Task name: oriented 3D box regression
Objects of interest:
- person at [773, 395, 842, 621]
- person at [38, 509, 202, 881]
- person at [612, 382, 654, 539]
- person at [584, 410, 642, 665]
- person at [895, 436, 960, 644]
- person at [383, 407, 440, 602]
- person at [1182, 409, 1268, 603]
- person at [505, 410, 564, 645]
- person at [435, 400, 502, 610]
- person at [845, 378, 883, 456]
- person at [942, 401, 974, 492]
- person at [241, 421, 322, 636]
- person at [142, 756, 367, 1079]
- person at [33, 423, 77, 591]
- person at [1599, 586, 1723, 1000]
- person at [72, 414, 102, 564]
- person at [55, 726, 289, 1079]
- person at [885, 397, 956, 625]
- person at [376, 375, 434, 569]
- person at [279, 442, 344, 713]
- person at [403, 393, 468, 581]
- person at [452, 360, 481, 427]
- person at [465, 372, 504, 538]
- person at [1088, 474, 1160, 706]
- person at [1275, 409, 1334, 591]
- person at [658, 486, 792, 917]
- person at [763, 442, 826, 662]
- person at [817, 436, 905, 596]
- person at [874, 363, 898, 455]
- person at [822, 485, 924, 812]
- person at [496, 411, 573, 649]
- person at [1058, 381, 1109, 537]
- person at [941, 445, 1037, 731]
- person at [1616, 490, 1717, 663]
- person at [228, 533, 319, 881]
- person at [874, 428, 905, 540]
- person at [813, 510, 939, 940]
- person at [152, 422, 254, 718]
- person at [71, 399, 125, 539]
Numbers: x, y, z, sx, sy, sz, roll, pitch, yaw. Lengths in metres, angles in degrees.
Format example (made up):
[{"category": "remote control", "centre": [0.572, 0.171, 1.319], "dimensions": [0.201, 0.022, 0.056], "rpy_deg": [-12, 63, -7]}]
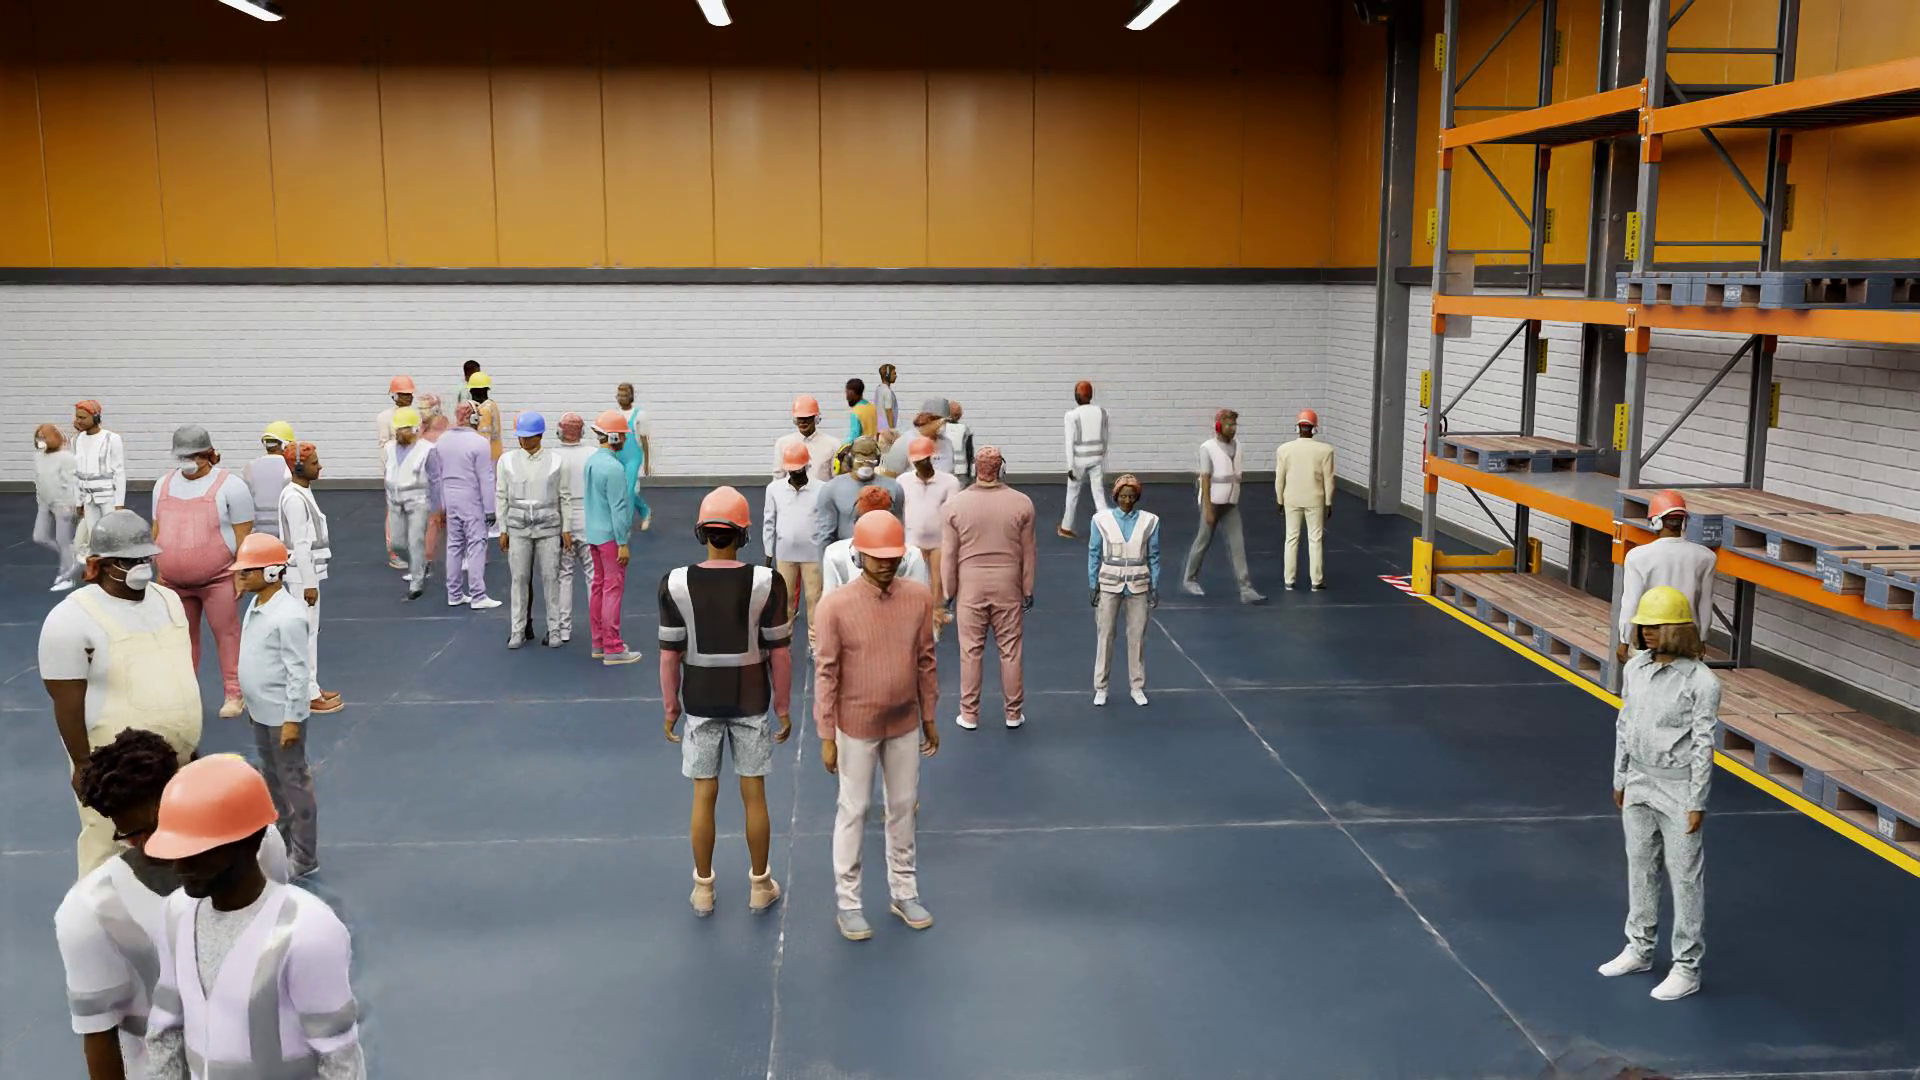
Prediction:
[{"category": "person", "centre": [-1.326, -0.271, 14.506], "dimensions": [0.622, 1.992, 0.396], "rpy_deg": [0, 9, 2]}, {"category": "person", "centre": [-3.529, 0.874, 7.173], "dimensions": [0.536, 2.000, 0.680], "rpy_deg": [3, 10, 21]}, {"category": "person", "centre": [-3.789, -0.926, 19.204], "dimensions": [0.513, 1.818, 0.857], "rpy_deg": [4, 10, 25]}, {"category": "person", "centre": [-2.721, -0.025, 12.997], "dimensions": [0.403, 1.986, 0.611], "rpy_deg": [-6, 11, -33]}, {"category": "person", "centre": [-0.260, 0.011, 13.574], "dimensions": [0.580, 1.727, 0.515], "rpy_deg": [1, 9, 4]}, {"category": "person", "centre": [-5.086, -0.339, 15.460], "dimensions": [0.601, 1.817, 0.476], "rpy_deg": [3, 9, 17]}, {"category": "person", "centre": [2.433, -0.321, 15.452], "dimensions": [0.588, 1.791, 0.992], "rpy_deg": [-7, 11, -37]}, {"category": "person", "centre": [-3.489, -0.100, 13.611], "dimensions": [0.548, 1.938, 0.358], "rpy_deg": [2, 9, 11]}, {"category": "person", "centre": [-4.454, -0.320, 15.130], "dimensions": [0.646, 1.901, 0.394], "rpy_deg": [5, 10, 30]}, {"category": "person", "centre": [-1.061, -0.891, 18.736], "dimensions": [0.374, 1.877, 0.651], "rpy_deg": [3, 9, 17]}, {"category": "person", "centre": [-0.083, -0.741, 18.656], "dimensions": [0.558, 1.614, 0.561], "rpy_deg": [-2, 9, -14]}, {"category": "person", "centre": [-5.627, -0.075, 13.819], "dimensions": [0.600, 1.818, 0.404], "rpy_deg": [1, 9, 5]}, {"category": "person", "centre": [-1.768, 1.458, 3.926], "dimensions": [0.574, 1.900, 0.902], "rpy_deg": [5, 10, 29]}, {"category": "person", "centre": [-8.690, -0.314, 15.956], "dimensions": [0.499, 1.617, 0.351], "rpy_deg": [3, 10, 19]}, {"category": "person", "centre": [2.946, 1.051, 7.021], "dimensions": [0.314, 1.736, 0.485], "rpy_deg": [-4, 10, -25]}, {"category": "person", "centre": [-9.193, -0.561, 17.528], "dimensions": [0.349, 1.616, 0.503], "rpy_deg": [-1, 9, -7]}, {"category": "person", "centre": [-1.944, 1.380, 4.390], "dimensions": [0.373, 1.930, 0.762], "rpy_deg": [6, 11, 31]}, {"category": "person", "centre": [-0.334, -0.318, 14.657], "dimensions": [0.726, 2.000, 0.951], "rpy_deg": [-9, 13, -44]}, {"category": "person", "centre": [-5.757, -0.710, 17.258], "dimensions": [0.377, 1.995, 0.608], "rpy_deg": [4, 10, 26]}, {"category": "person", "centre": [-4.525, 0.258, 11.537], "dimensions": [0.355, 1.882, 0.576], "rpy_deg": [-4, 10, -22]}, {"category": "person", "centre": [-5.233, -0.560, 16.754], "dimensions": [0.623, 1.860, 0.953], "rpy_deg": [9, 12, 43]}, {"category": "person", "centre": [-6.579, -1.449, 22.218], "dimensions": [0.420, 1.899, 0.582], "rpy_deg": [-2, 9, -10]}, {"category": "person", "centre": [-5.467, -0.973, 19.167], "dimensions": [0.388, 1.922, 0.589], "rpy_deg": [-2, 9, -11]}, {"category": "person", "centre": [1.150, 0.353, 11.701], "dimensions": [0.510, 1.639, 0.308], "rpy_deg": [0, 9, -1]}, {"category": "person", "centre": [3.312, -0.384, 15.977], "dimensions": [0.564, 1.749, 0.346], "rpy_deg": [4, 10, 22]}, {"category": "person", "centre": [-1.100, 0.763, 7.857], "dimensions": [0.615, 2.043, 0.373], "rpy_deg": [-1, 9, -4]}, {"category": "person", "centre": [-1.258, 0.098, 12.977], "dimensions": [0.573, 1.738, 0.349], "rpy_deg": [1, 9, 4]}, {"category": "person", "centre": [-0.676, 0.235, 11.521], "dimensions": [0.635, 1.931, 0.354], "rpy_deg": [-3, 10, -20]}, {"category": "person", "centre": [-0.972, -1.447, 22.358], "dimensions": [0.345, 1.846, 0.508], "rpy_deg": [-3, 10, -19]}, {"category": "person", "centre": [-0.475, 0.628, 9.235], "dimensions": [0.591, 1.875, 0.372], "rpy_deg": [1, 9, 4]}, {"category": "person", "centre": [-3.448, -0.081, 13.482], "dimensions": [0.602, 1.941, 0.402], "rpy_deg": [-1, 9, -7]}, {"category": "person", "centre": [1.432, -0.892, 18.919], "dimensions": [0.586, 1.845, 0.951], "rpy_deg": [-3, 10, -19]}, {"category": "person", "centre": [0.188, 0.321, 11.063], "dimensions": [0.639, 1.910, 0.407], "rpy_deg": [-1, 9, -4]}, {"category": "person", "centre": [4.218, 0.571, 9.993], "dimensions": [0.573, 1.742, 0.337], "rpy_deg": [-1, 9, -4]}, {"category": "person", "centre": [-3.447, 0.831, 8.342], "dimensions": [0.326, 1.752, 0.559], "rpy_deg": [-9, 12, -43]}, {"category": "person", "centre": [-0.623, -0.218, 15.320], "dimensions": [0.319, 1.628, 0.510], "rpy_deg": [-7, 12, -39]}, {"category": "person", "centre": [-0.370, 0.838, 7.598], "dimensions": [0.622, 1.982, 0.417], "rpy_deg": [-5, 10, -30]}, {"category": "person", "centre": [-5.199, 0.208, 11.352], "dimensions": [0.683, 2.000, 0.538], "rpy_deg": [0, 9, 1]}, {"category": "person", "centre": [-8.018, -0.372, 15.509], "dimensions": [0.581, 1.879, 0.350], "rpy_deg": [3, 9, 17]}]
